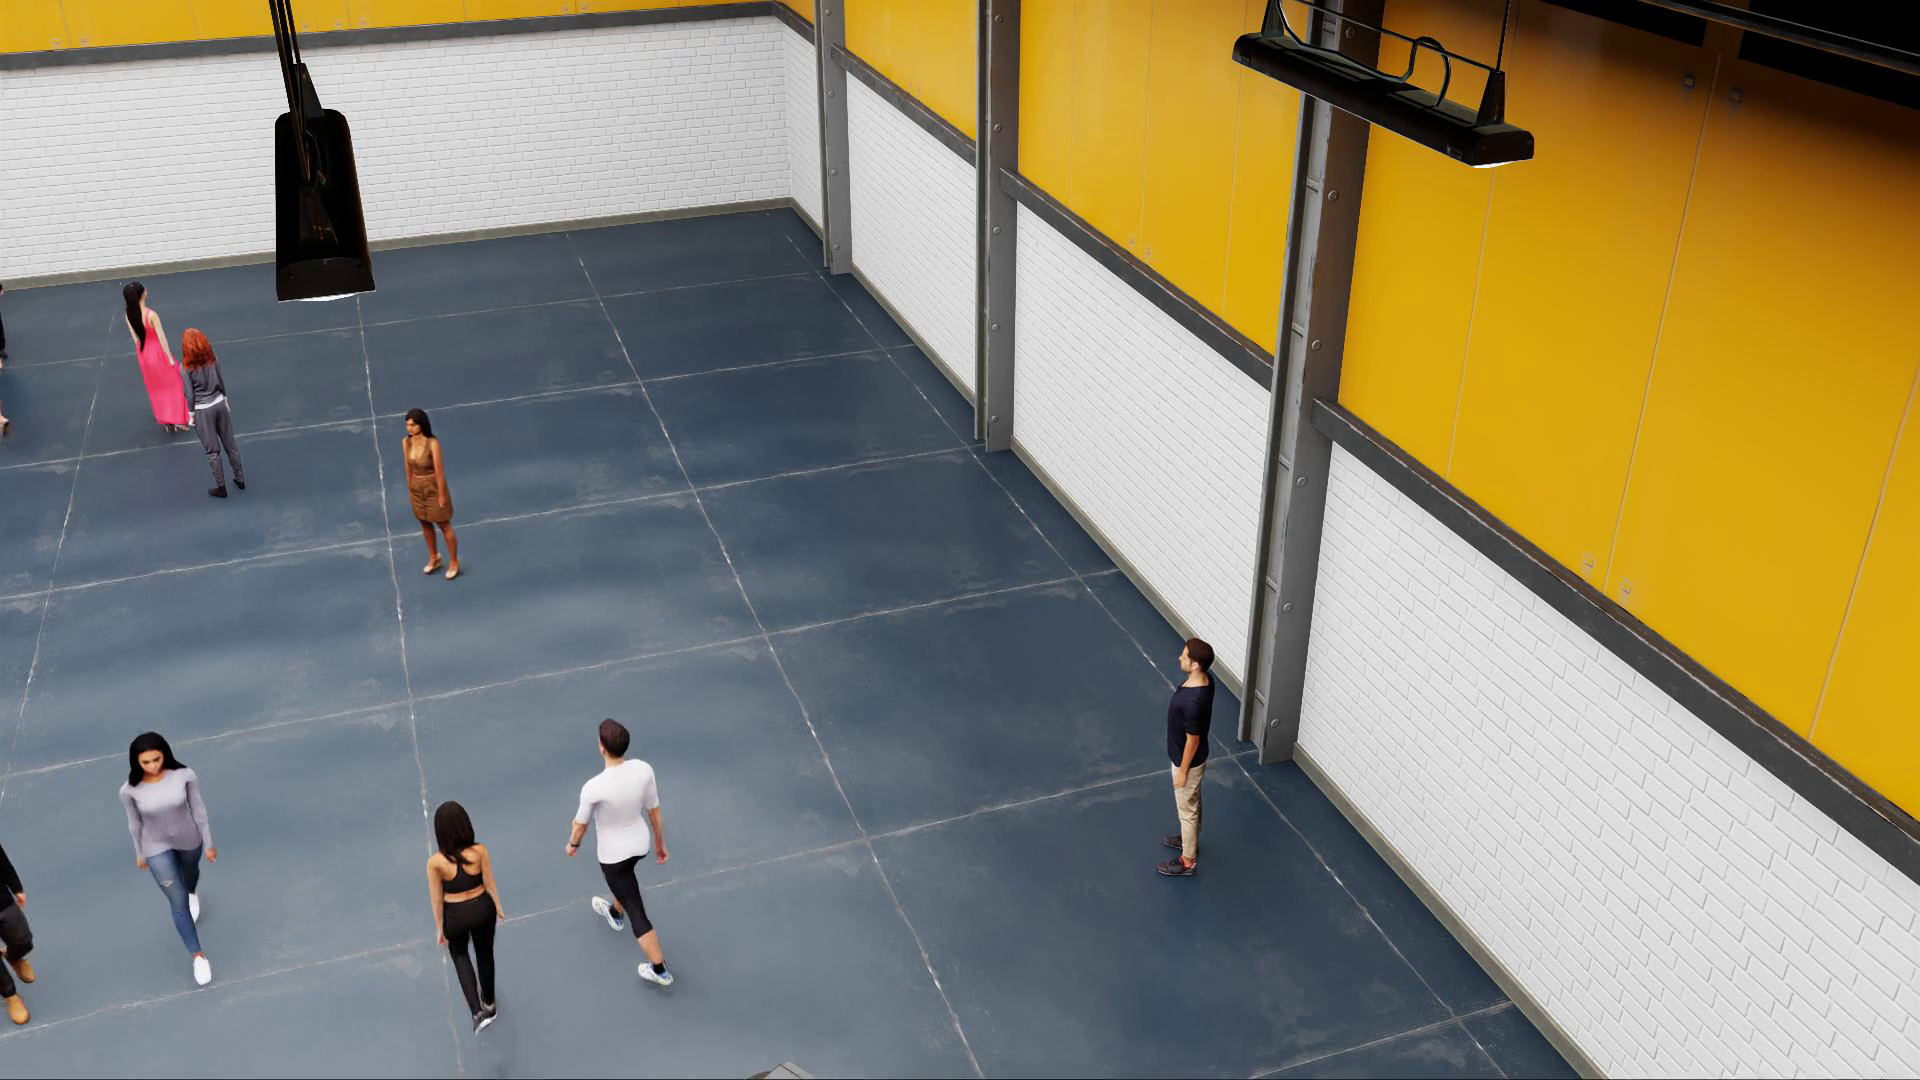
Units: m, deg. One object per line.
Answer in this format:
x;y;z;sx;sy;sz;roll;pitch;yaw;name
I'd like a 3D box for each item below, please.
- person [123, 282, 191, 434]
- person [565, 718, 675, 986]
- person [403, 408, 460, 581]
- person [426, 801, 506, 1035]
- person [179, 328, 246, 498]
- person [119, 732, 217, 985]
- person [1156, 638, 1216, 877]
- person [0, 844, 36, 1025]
-8.697;-1.929;17.889;0.784;1.721;0.809;8;30;14;person
-2.088;2.023;10.559;1.310;1.801;1.036;24;37;37;person
-4.837;-0.431;15.179;0.632;1.685;0.683;11;30;19;person
-2.982;2.358;10.134;0.601;1.620;0.785;-12;31;-21;person
-7.512;-1.283;16.643;0.677;1.779;0.657;18;33;30;person
-5.118;1.938;10.838;0.810;1.684;1.265;-16;32;-27;person
1.588;1.488;11.482;0.777;1.858;0.663;7;29;12;person
-6.077;2.231;10.275;0.887;1.709;0.832;22;36;35;person
